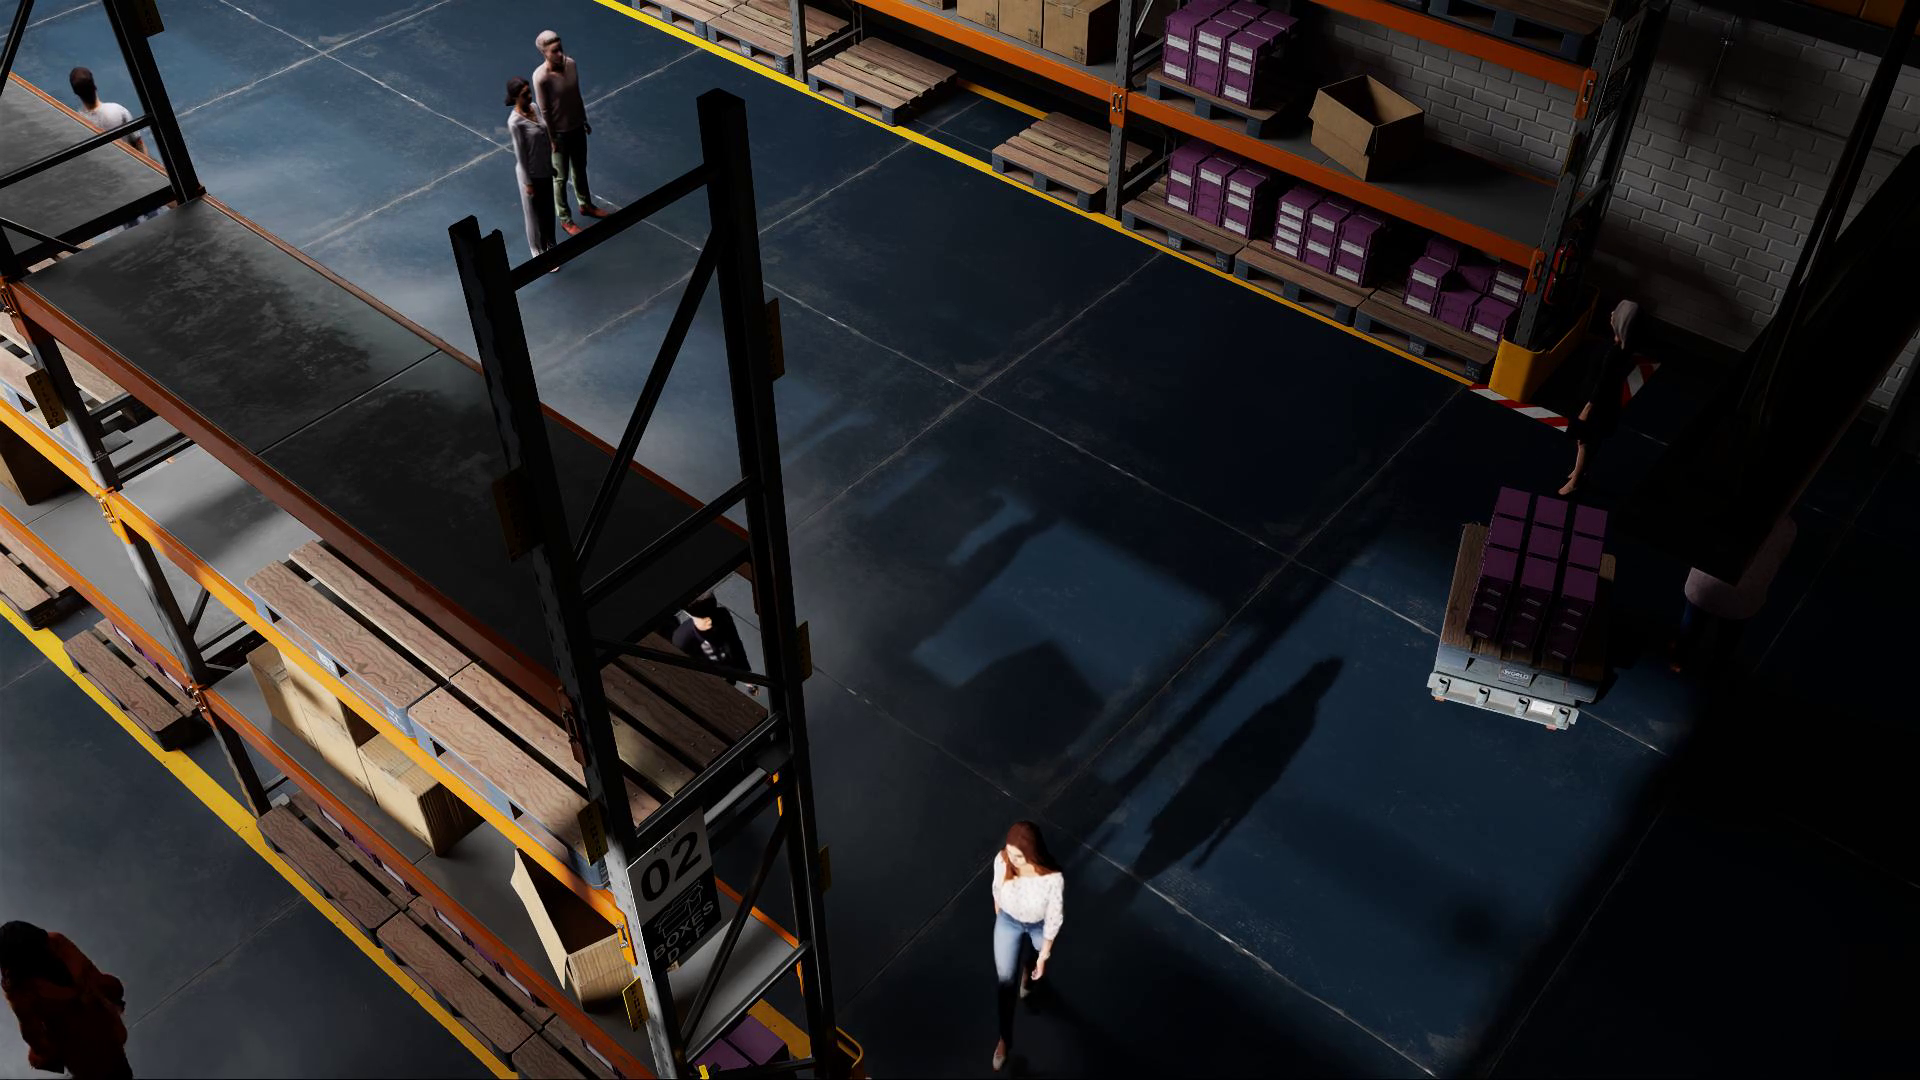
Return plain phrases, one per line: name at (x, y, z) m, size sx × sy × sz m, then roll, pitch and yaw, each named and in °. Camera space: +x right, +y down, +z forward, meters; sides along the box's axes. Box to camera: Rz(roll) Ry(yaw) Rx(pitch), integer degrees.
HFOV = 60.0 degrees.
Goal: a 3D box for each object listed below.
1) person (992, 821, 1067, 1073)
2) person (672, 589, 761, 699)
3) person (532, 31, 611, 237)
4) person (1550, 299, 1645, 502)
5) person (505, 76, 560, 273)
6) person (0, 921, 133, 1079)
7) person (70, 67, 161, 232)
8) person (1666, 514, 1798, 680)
person at (0.392, 1.984, 8.954) m, size 1.020 × 1.694 × 0.914 m, roll 10°, pitch 45°, yaw 11°
person at (-1.611, 0.900, 10.002) m, size 0.672 × 1.761 × 0.766 m, roll 25°, pitch 49°, yaw 24°
person at (-3.500, -3.626, 14.712) m, size 0.639 × 1.875 × 0.701 m, roll 23°, pitch 48°, yaw 23°
person at (4.628, -1.012, 12.062) m, size 0.568 × 1.746 × 0.608 m, roll 27°, pitch 50°, yaw 26°
person at (-3.666, -3.165, 14.302) m, size 0.638 × 1.773 × 0.652 m, roll 13°, pitch 45°, yaw 14°
person at (-4.563, 2.448, 8.456) m, size 0.916 × 1.710 × 0.864 m, roll 6°, pitch 44°, yaw 7°
person at (-7.124, -3.066, 14.134) m, size 0.897 × 1.861 × 1.055 m, roll -22°, pitch 48°, yaw -22°
person at (5.000, 0.223, 10.769) m, size 0.694 × 1.741 × 0.837 m, roll 13°, pitch 45°, yaw 14°
